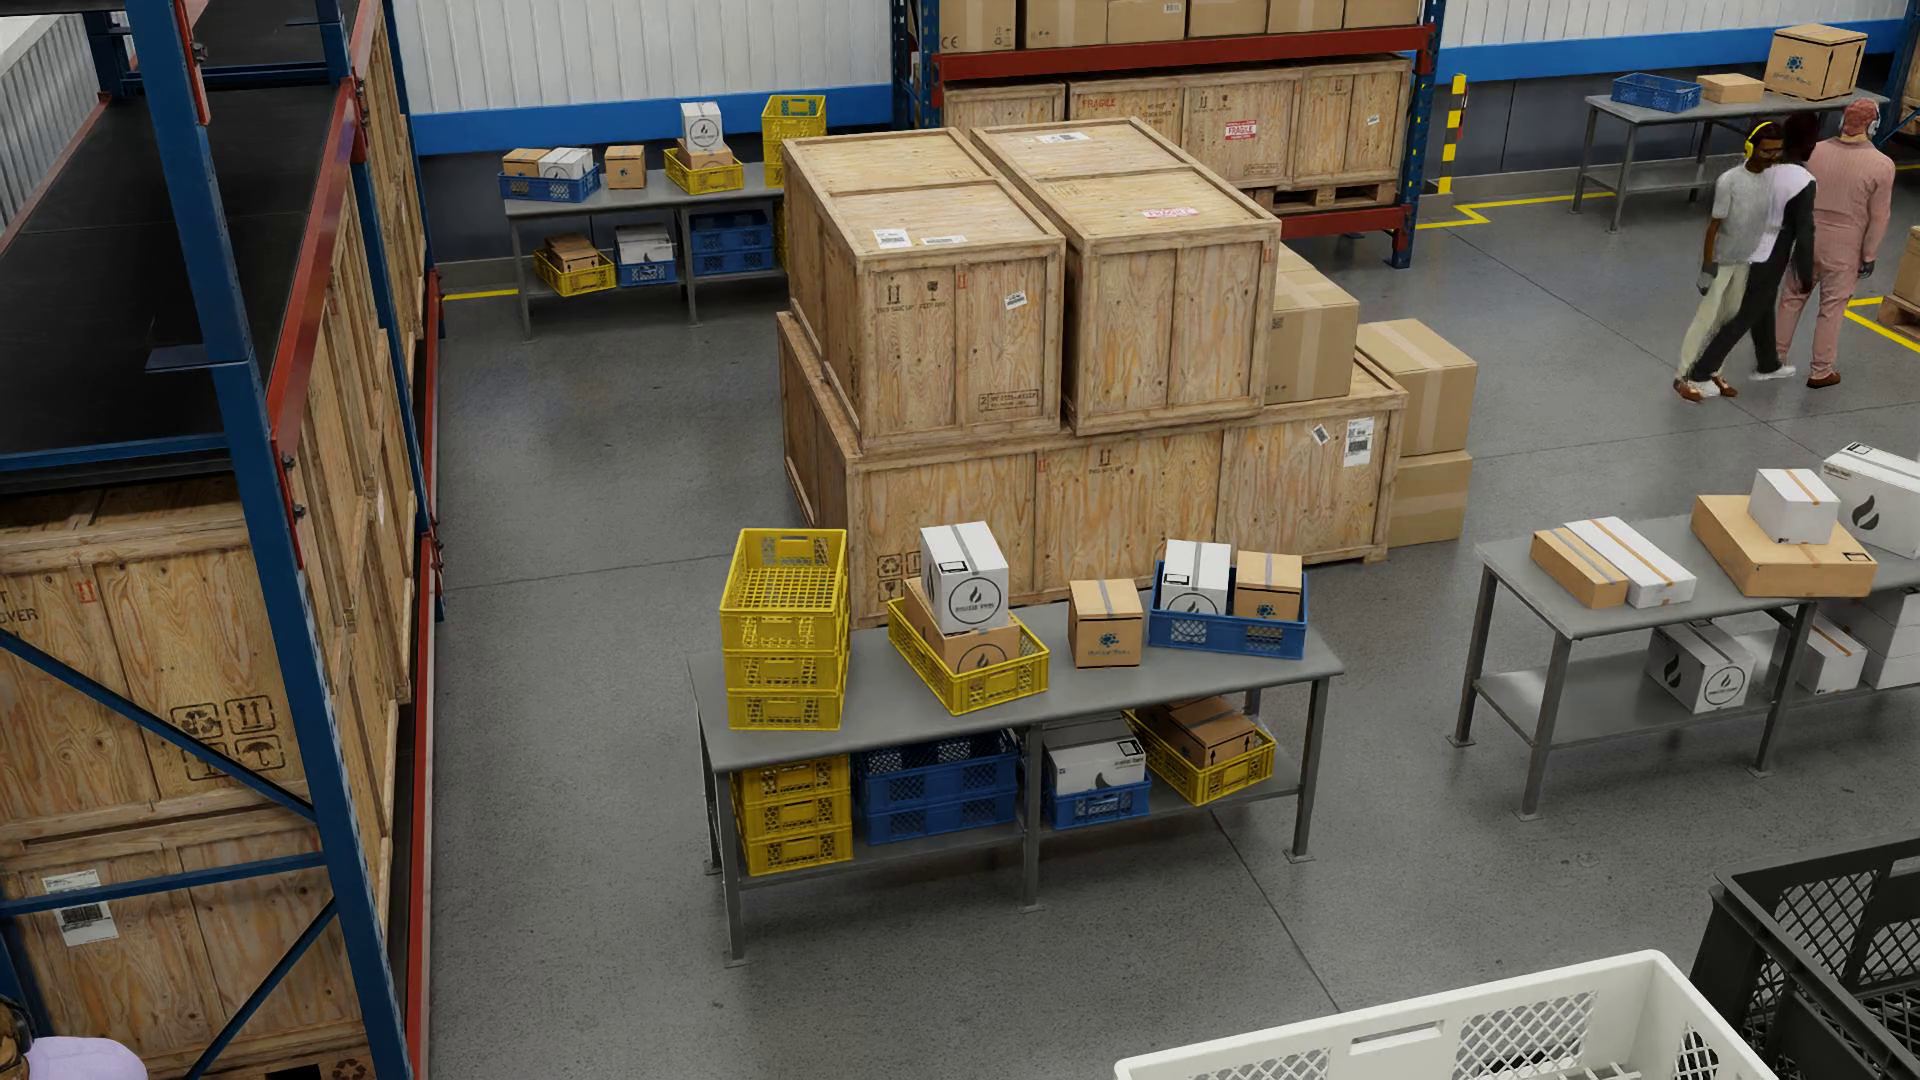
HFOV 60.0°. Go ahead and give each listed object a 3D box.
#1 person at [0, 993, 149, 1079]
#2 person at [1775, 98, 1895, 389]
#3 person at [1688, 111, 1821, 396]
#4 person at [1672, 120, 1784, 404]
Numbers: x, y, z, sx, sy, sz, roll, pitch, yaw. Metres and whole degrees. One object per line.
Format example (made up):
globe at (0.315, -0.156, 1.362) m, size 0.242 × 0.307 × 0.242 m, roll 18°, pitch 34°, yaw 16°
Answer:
person at (-2.203, 1.820, 4.081) m, size 0.625 × 1.933 × 0.374 m, roll -18°, pitch 33°, yaw -29°
person at (5.722, -1.945, 10.940) m, size 0.407 × 1.904 × 0.639 m, roll -25°, pitch 38°, yaw -38°
person at (5.250, -1.845, 10.800) m, size 0.960 × 1.879 × 0.597 m, roll -4°, pitch 29°, yaw -7°
person at (4.969, -1.781, 10.696) m, size 0.517 × 1.859 × 0.329 m, roll -12°, pitch 31°, yaw -21°
